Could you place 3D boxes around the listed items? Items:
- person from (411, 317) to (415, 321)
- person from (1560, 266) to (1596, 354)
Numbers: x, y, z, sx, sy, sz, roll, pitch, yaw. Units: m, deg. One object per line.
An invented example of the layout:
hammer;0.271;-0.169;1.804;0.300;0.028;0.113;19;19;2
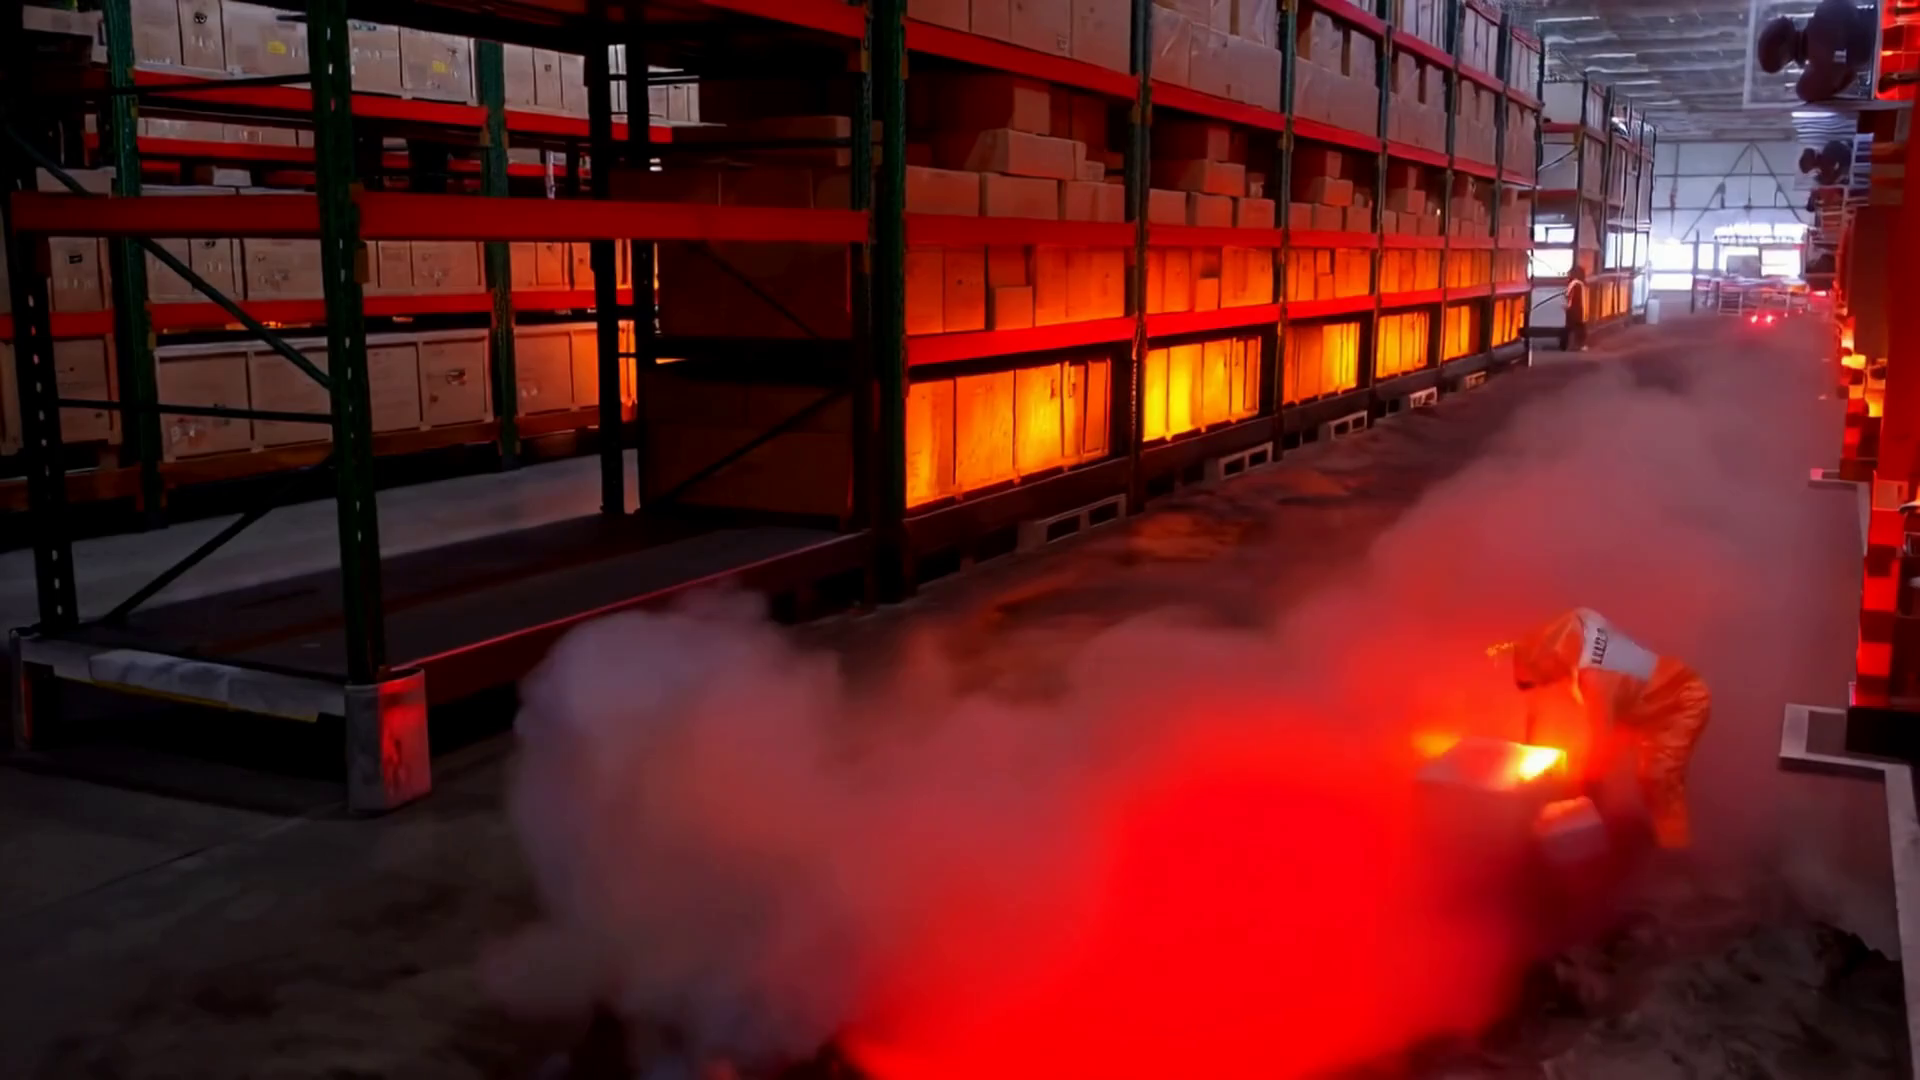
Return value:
person;-9.963;-4.046;31.018;0.532;1.764;0.334;-3;10;-17
person;13.392;-4.950;35.870;0.829;1.886;0.604;4;11;24
